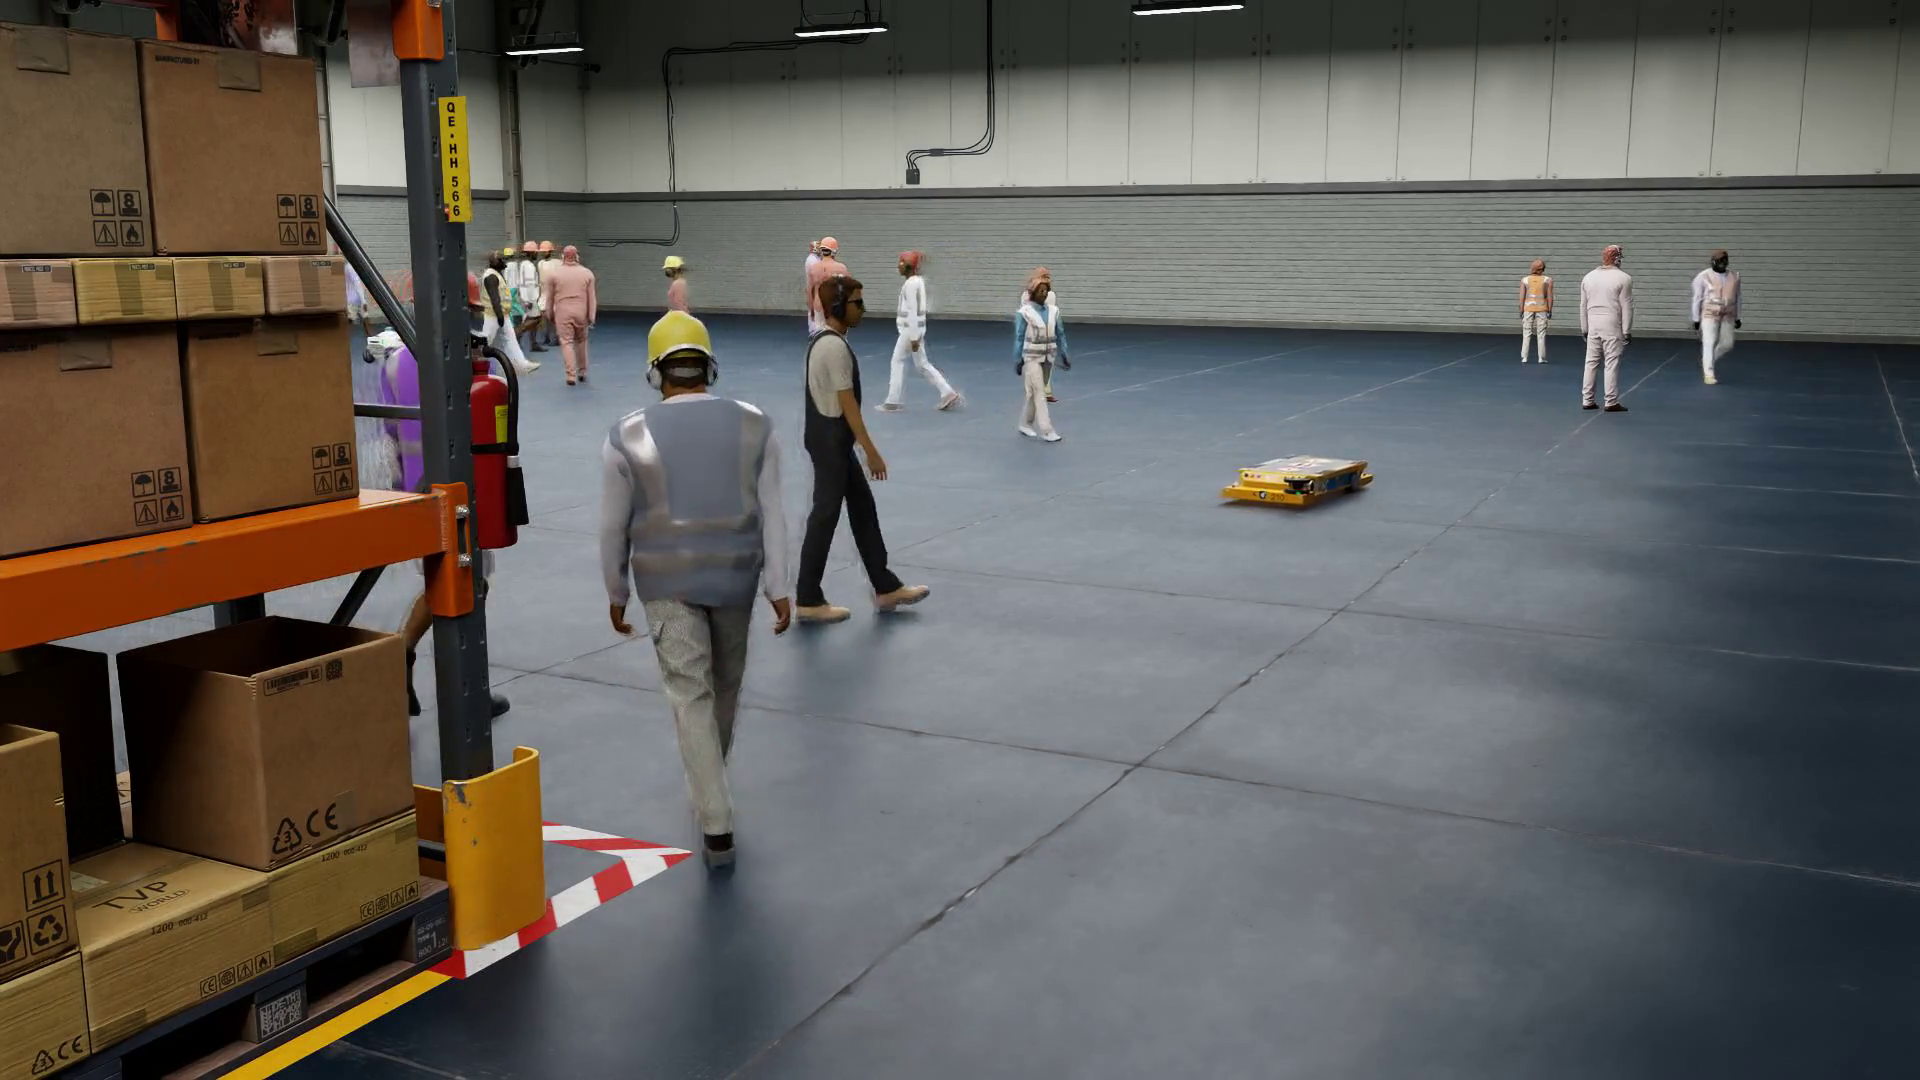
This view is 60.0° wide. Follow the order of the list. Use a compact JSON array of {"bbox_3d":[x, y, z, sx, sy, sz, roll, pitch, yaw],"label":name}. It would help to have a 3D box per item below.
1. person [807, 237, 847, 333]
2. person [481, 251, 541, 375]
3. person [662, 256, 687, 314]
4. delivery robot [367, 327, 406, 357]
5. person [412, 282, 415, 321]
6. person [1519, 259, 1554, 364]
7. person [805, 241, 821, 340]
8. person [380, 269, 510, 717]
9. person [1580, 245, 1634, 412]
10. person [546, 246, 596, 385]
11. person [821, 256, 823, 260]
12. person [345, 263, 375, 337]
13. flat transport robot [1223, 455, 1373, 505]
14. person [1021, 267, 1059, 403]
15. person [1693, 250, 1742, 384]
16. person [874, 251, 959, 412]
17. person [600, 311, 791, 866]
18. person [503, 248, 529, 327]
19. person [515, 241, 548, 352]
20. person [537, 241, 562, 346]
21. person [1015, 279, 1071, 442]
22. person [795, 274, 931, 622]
[{"bbox_3d":[-1.859,-3.282,23.563,0.612,1.994,0.394,3,11,18],"label":"person"},{"bbox_3d":[-6.593,-3.246,23.919,0.973,1.791,0.649,-1,10,-4],"label":"person"},{"bbox_3d":[-3.805,-2.902,22.168,0.426,1.746,0.548,-2,11,-12],"label":"person"},{"bbox_3d":[-9.103,-3.147,26.505,0.477,0.478,0.707,4,11,19],"label":"delivery robot"},{"bbox_3d":[-7.033,-2.968,22.332,0.568,1.837,1.003,-3,11,-14],"label":"person"},{"bbox_3d":[9.113,-3.609,26.320,0.511,1.641,0.308,5,12,26],"label":"person"},{"bbox_3d":[-2.774,-4.814,32.163,0.409,1.909,0.641,-2,11,-12],"label":"person"},{"bbox_3d":[-2.104,-0.165,6.790,0.543,1.915,0.544,5,12,27],"label":"person"},{"bbox_3d":[7.478,-2.436,19.191,0.409,1.907,0.651,-7,13,-34],"label":"person"},{"bbox_3d":[-5.335,-3.069,22.777,0.646,1.863,0.965,-4,11,-21],"label":"person"},{"bbox_3d":[-2.892,-5.304,35.596,0.523,1.614,0.557,4,11,19],"label":"person"},{"bbox_3d":[-10.270,-4.094,28.310,1.013,1.883,0.568,-4,11,-21],"label":"person"},{"bbox_3d":[2.669,-0.486,13.021,0.652,0.197,1.431,7,12,34],"label":"flat transport robot"},{"bbox_3d":[0.969,-2.482,20.188,0.497,1.633,0.278,8,13,36],"label":"person"},{"bbox_3d":[10.346,-3.051,22.767,0.646,1.825,0.560,0,10,-2],"label":"person"},{"bbox_3d":[-0.493,-2.379,19.052,0.932,1.852,0.579,2,11,11],"label":"person"},{"bbox_3d":[-0.898,0.127,5.580,0.602,1.765,0.968,-4,11,-21],"label":"person"},{"bbox_3d":[-9.852,-5.548,36.592,0.480,1.751,0.525,1,10,8],"label":"person"},{"bbox_3d":[-7.489,-4.202,28.793,0.566,1.918,0.547,-4,11,-21],"label":"person"},{"bbox_3d":[-7.511,-4.479,30.322,0.549,1.916,0.584,4,11,22],"label":"person"},{"bbox_3d":[0.792,-1.781,16.474,0.512,1.594,0.864,-7,13,-35],"label":"person"},{"bbox_3d":[-0.509,-0.463,8.697,0.802,1.817,0.521,-1,10,-6],"label":"person"}]
